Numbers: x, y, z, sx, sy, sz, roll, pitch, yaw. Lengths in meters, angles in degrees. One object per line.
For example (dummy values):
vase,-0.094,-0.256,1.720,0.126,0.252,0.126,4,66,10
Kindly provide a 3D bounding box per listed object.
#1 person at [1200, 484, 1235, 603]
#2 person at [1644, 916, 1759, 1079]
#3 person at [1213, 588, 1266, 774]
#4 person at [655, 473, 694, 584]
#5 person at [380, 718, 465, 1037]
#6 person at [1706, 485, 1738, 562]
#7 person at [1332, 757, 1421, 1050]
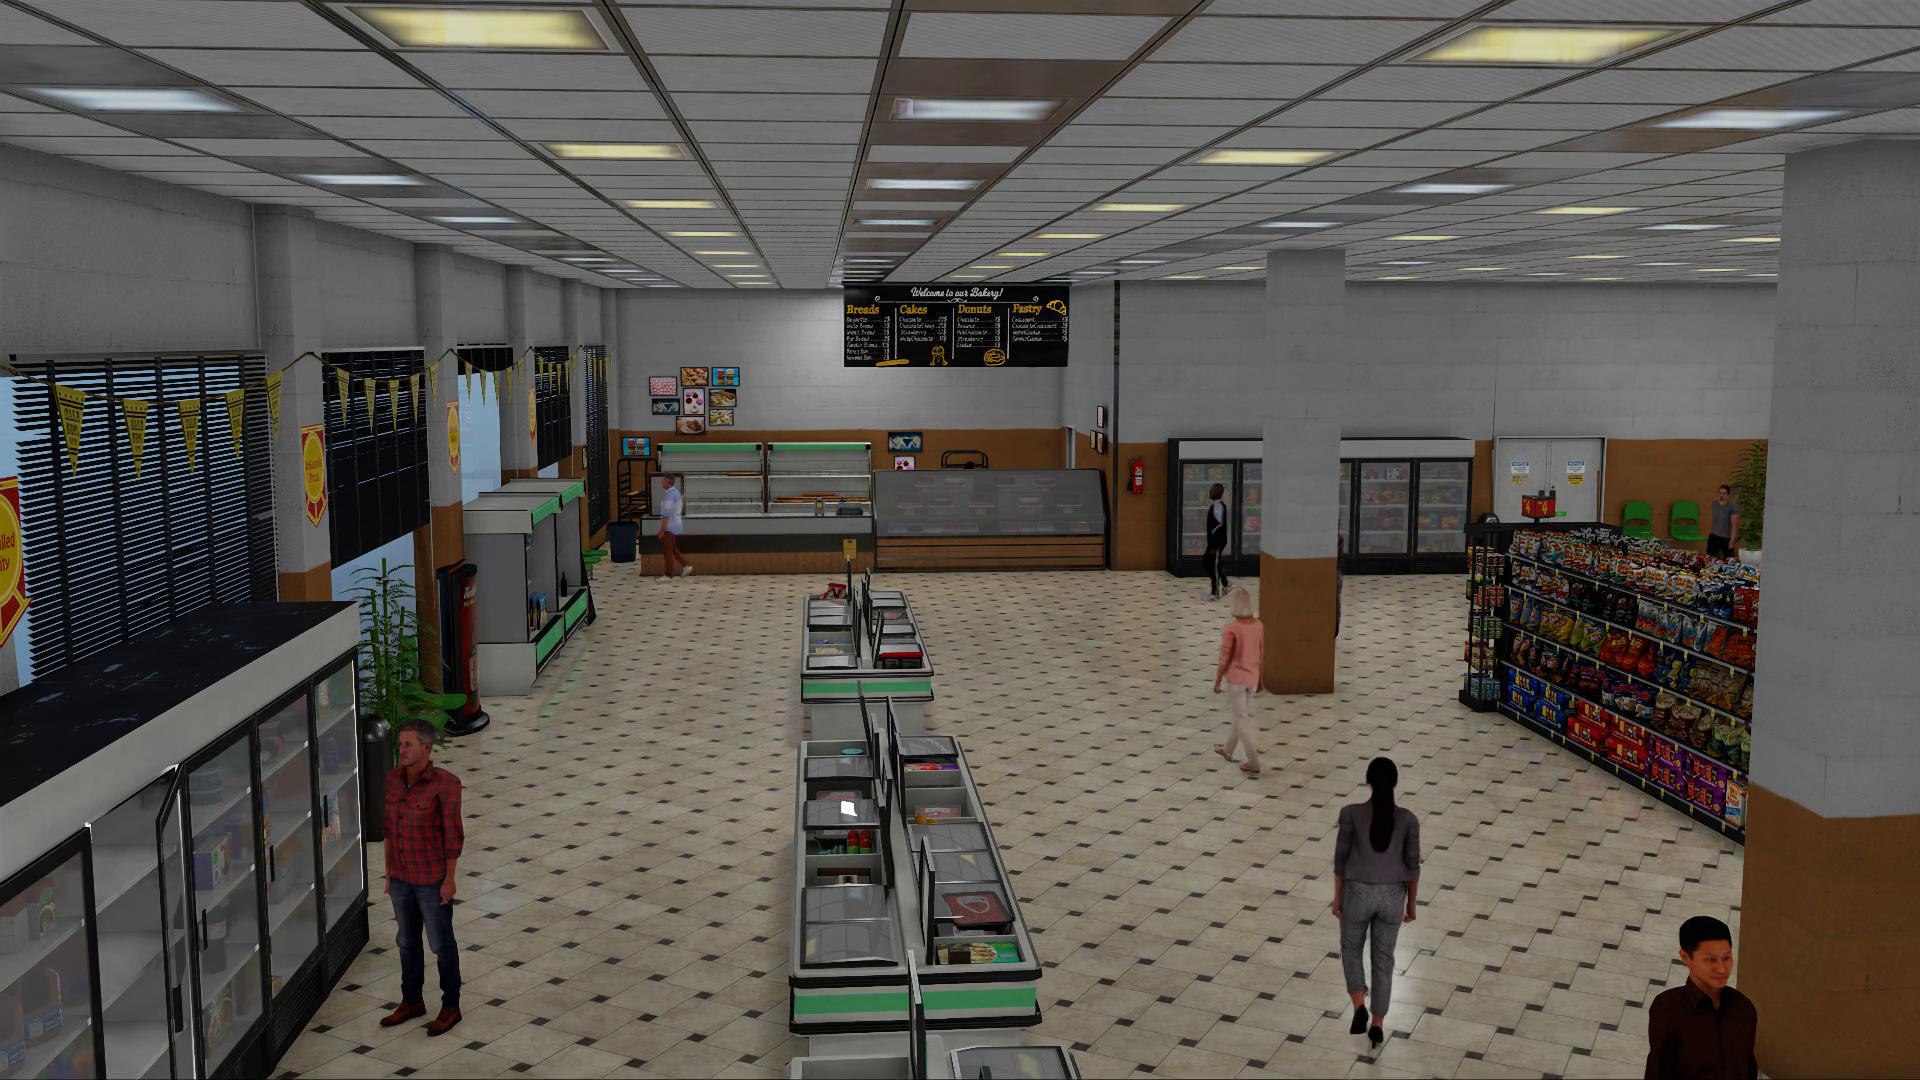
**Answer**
person,4.002,0.040,25.427,0.852,1.819,0.786,2,7,13
person,2.898,2.340,6.559,0.675,1.782,0.571,-2,7,-14
person,2.647,1.317,15.384,0.878,1.695,1.064,-4,8,-30
person,-4.695,-0.199,27.427,0.837,1.814,0.823,1,7,5
person,-3.137,1.934,9.706,0.760,1.831,0.729,3,7,22
person,12.165,-0.026,26.491,1.116,1.695,1.115,-6,9,-40
person,2.317,2.066,9.315,0.704,1.663,0.699,1,7,10
